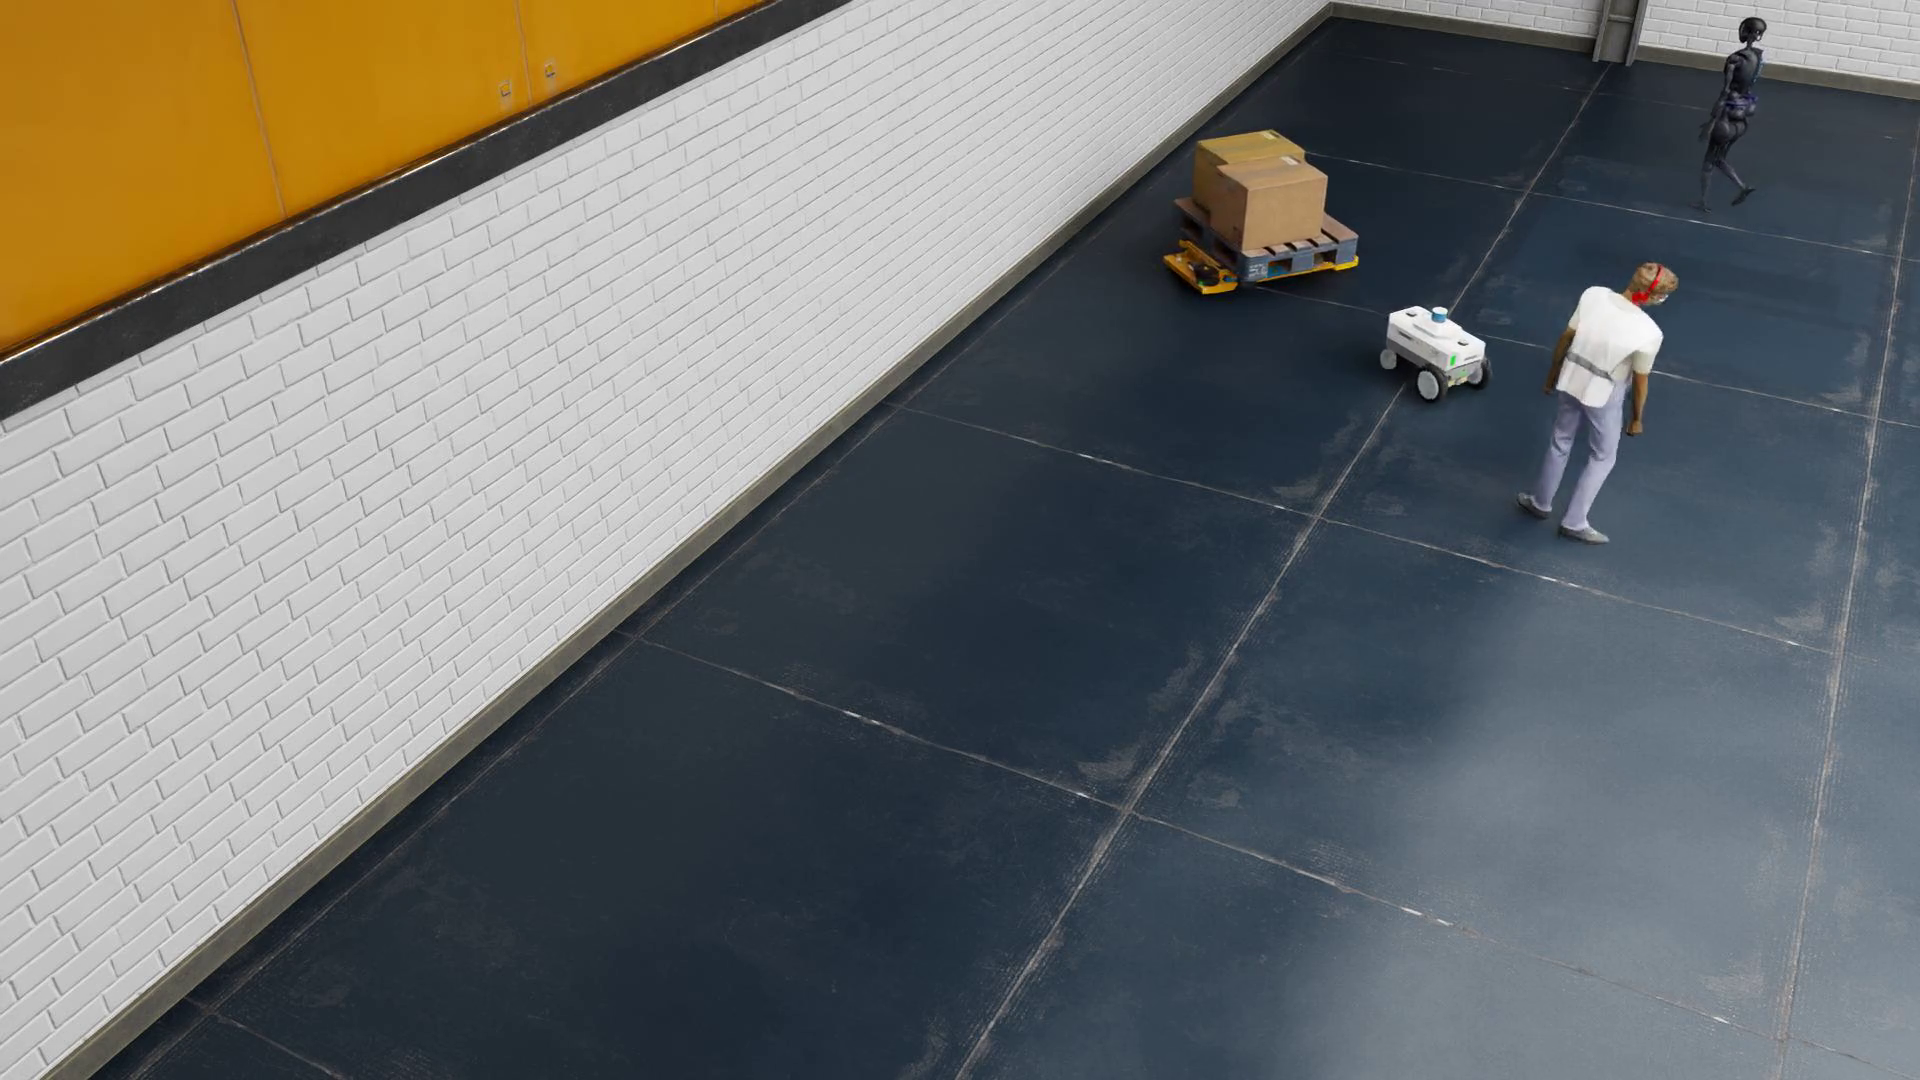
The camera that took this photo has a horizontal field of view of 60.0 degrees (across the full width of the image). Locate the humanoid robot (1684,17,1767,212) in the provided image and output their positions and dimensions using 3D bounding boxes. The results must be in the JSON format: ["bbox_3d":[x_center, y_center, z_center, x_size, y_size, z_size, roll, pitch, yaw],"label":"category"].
[{"bbox_3d":[6.544,-3.541,13.996,0.608,1.643,0.492,-26,42,-33],"label":"humanoid robot"}]

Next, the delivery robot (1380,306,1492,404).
[{"bbox_3d":[3.344,-1.351,11.724,0.499,0.587,0.788,-17,38,-24],"label":"delivery robot"}]

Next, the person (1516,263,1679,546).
[{"bbox_3d":[3.719,-0.851,9.872,0.392,1.807,0.708,-21,39,-28],"label":"person"}]

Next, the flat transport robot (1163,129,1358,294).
[{"bbox_3d":[2.421,-2.289,13.383,1.431,0.231,0.659,-13,36,-19],"label":"flat transport robot"}]
